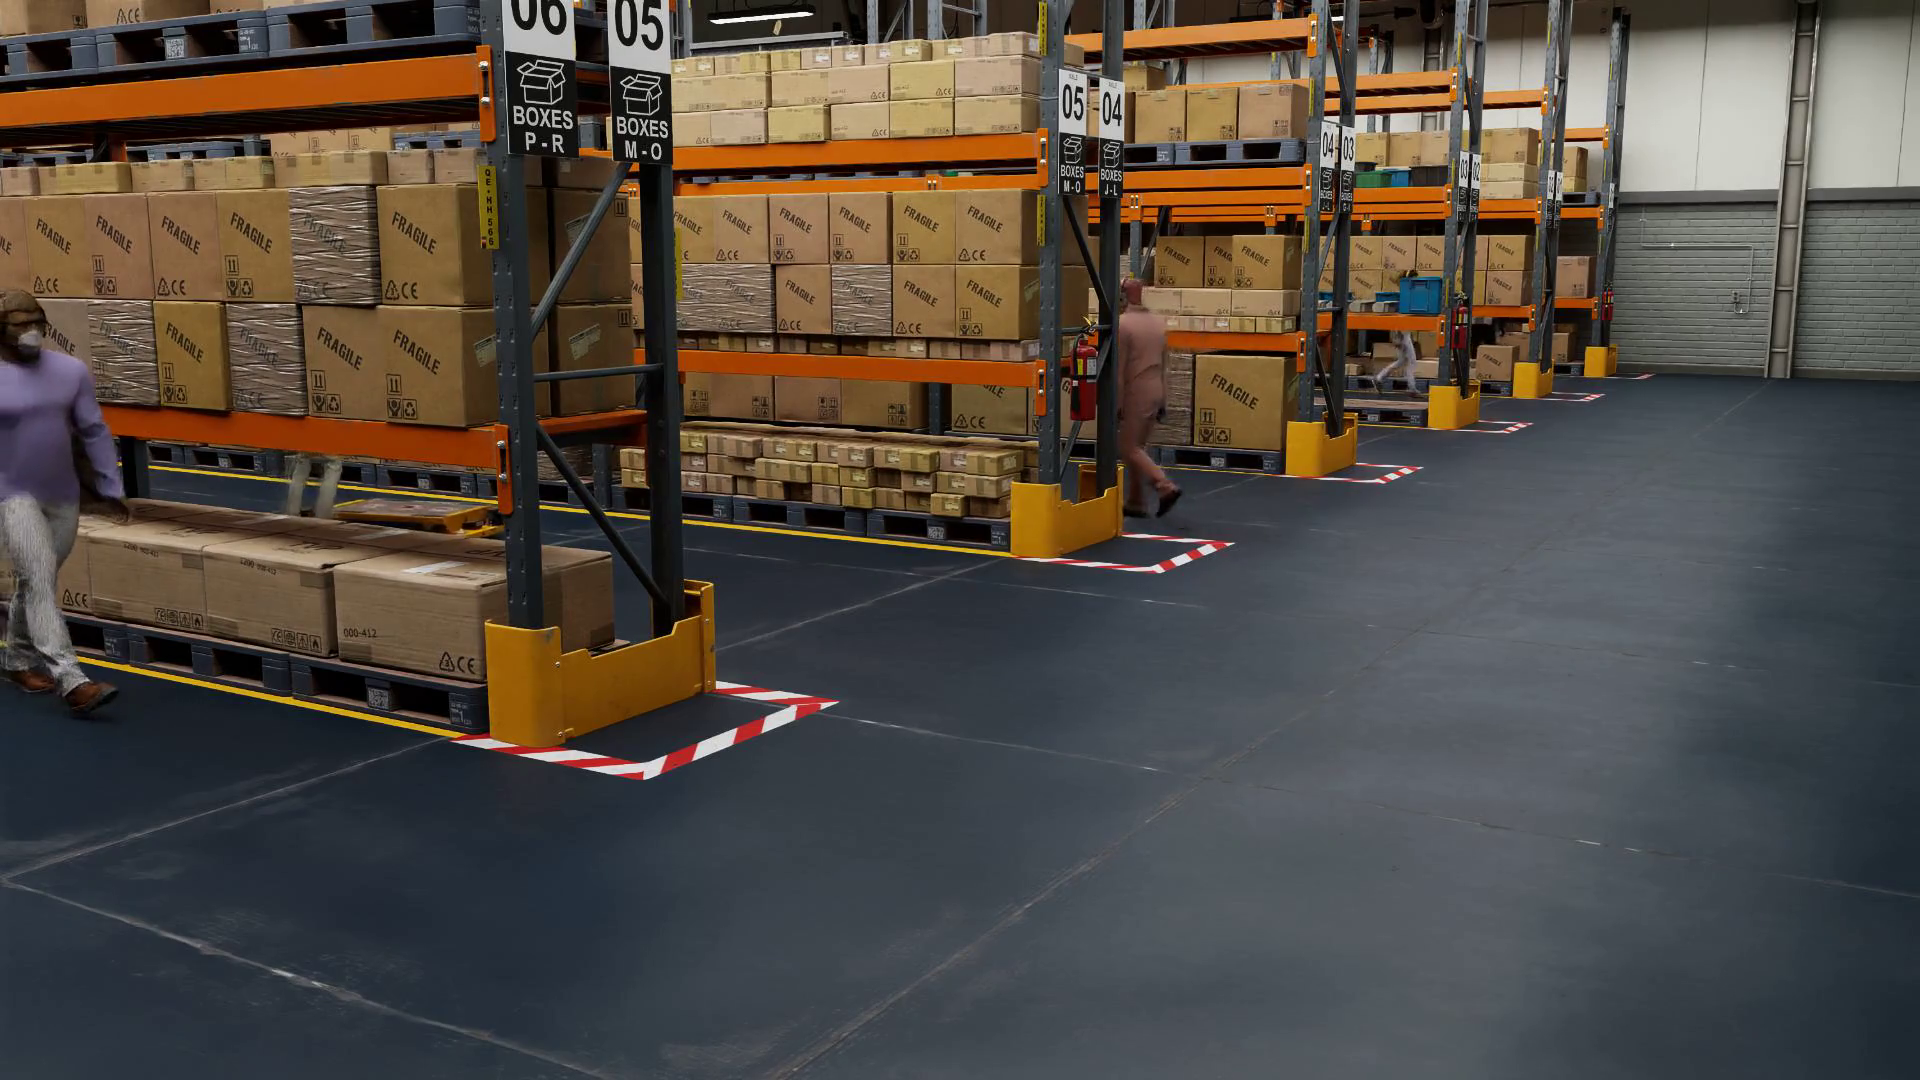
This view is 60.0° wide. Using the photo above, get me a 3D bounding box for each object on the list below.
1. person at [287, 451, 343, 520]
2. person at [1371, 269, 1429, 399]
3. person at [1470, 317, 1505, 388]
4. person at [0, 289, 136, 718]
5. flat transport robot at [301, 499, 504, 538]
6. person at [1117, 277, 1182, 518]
[{"bbox_3d":[-4.583,-0.875,11.738,0.733,1.830,0.352,4,11,23],"label":"person"},{"bbox_3d":[6.338,-2.953,23.860,0.803,1.849,0.521,5,11,29],"label":"person"},{"bbox_3d":[8.158,-3.298,25.793,0.766,1.873,0.393,4,11,23],"label":"person"},{"bbox_3d":[-4.108,-0.169,7.445,1.038,1.881,0.652,5,11,28],"label":"person"},{"bbox_3d":[-4.031,-0.142,11.991,1.431,0.197,0.652,3,10,17],"label":"flat transport robot"},{"bbox_3d":[1.419,-1.066,12.712,0.632,1.879,0.679,7,12,36],"label":"person"}]
